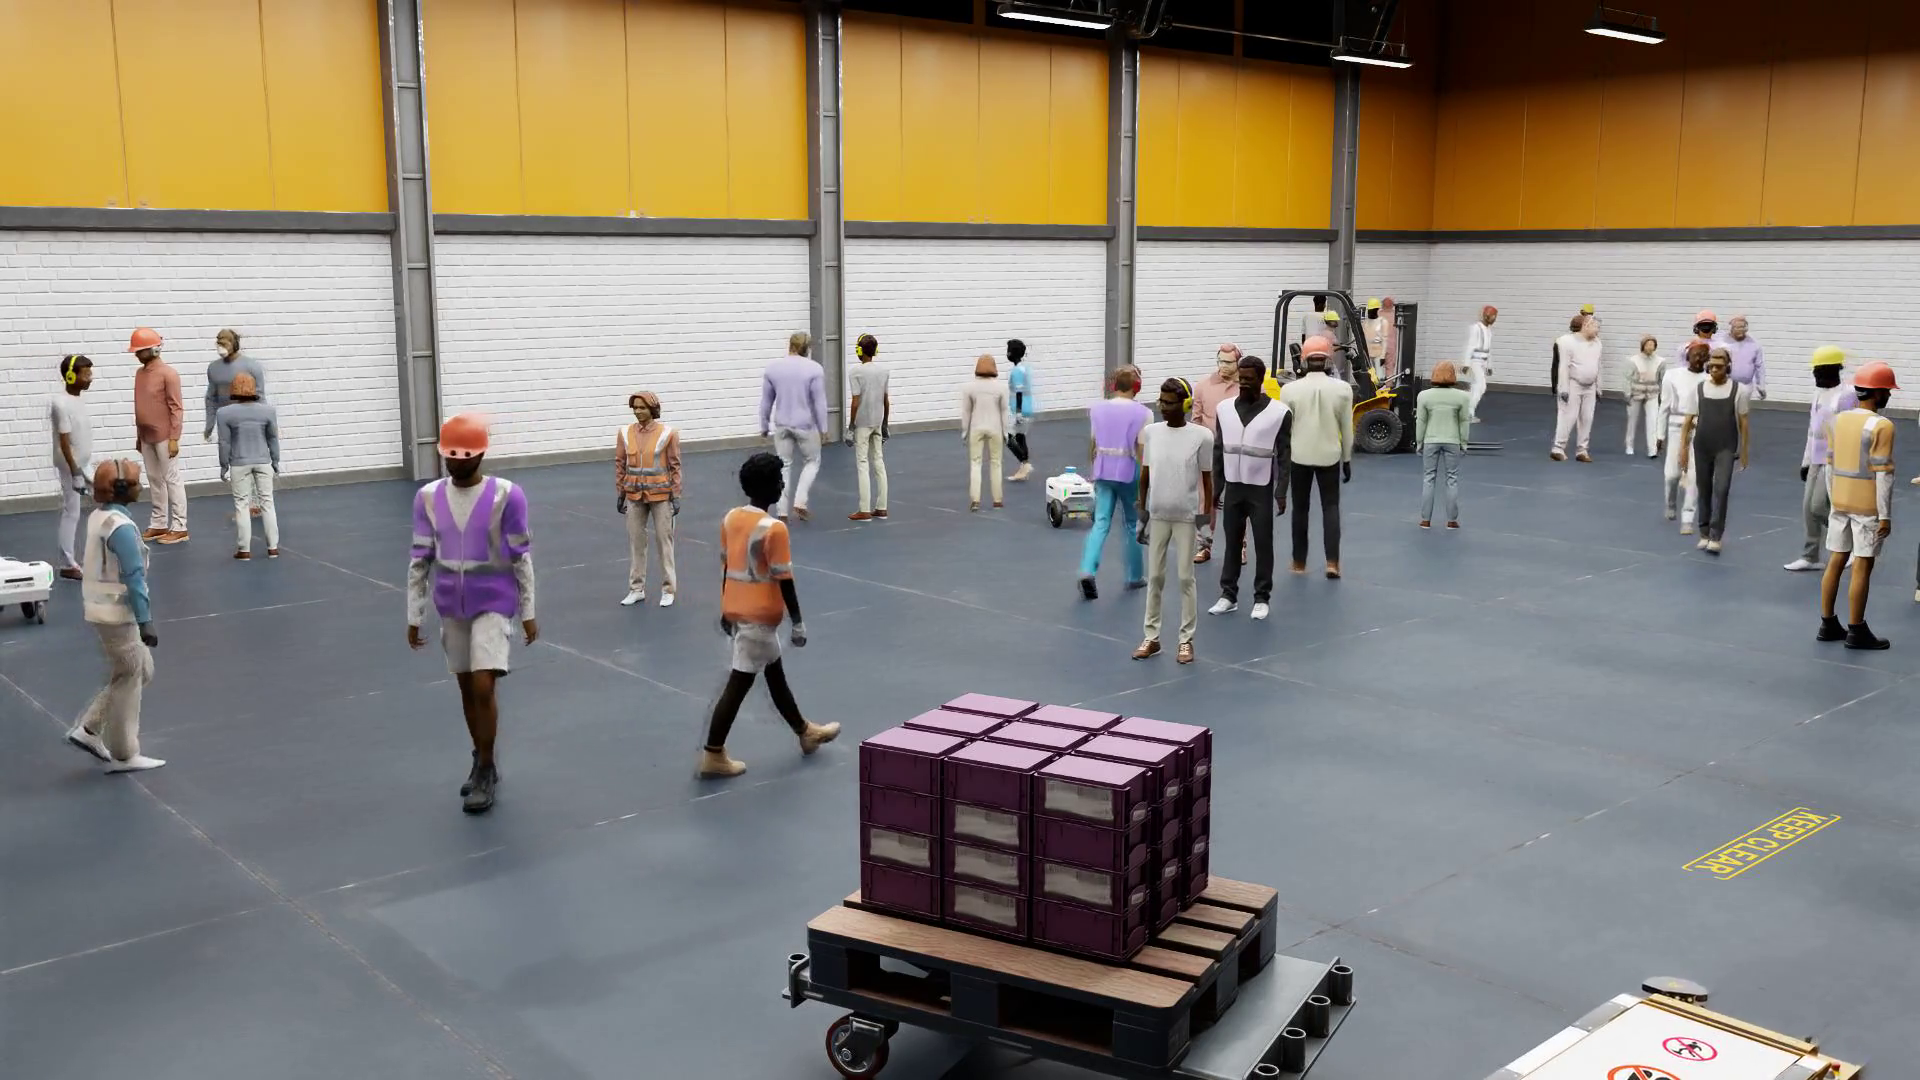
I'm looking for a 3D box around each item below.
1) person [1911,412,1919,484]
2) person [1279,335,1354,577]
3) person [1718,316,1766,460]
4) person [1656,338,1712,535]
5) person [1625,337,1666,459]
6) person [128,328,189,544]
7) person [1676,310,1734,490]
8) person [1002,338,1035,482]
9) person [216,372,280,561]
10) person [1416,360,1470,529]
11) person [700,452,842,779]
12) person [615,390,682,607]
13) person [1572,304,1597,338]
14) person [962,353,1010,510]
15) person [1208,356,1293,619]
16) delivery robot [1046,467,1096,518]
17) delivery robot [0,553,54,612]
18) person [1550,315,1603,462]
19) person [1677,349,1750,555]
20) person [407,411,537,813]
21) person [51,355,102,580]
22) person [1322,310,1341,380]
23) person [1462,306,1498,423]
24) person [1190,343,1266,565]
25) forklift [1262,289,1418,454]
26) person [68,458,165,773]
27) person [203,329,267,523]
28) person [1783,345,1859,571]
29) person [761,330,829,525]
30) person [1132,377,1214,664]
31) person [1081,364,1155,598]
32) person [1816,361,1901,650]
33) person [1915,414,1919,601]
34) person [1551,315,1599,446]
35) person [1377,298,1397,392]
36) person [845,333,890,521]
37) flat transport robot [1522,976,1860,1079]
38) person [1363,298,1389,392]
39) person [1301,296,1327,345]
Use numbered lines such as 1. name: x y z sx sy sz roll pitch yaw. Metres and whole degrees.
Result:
1. person: 11.263 -1.517 19.014 0.429 1.839 0.627 -5 11 -25
2. person: 2.910 -0.681 13.675 0.622 1.996 0.403 1 10 6
3. person: 10.211 -2.022 21.908 0.648 1.865 0.975 1 10 5
4. person: 6.980 -1.005 15.907 0.579 1.866 0.595 4 10 20
5. person: 8.980 -1.873 21.850 0.518 1.588 0.890 2 10 10
6. person: -7.392 -0.956 15.299 0.611 1.985 0.393 6 11 31
7. person: 8.360 -1.572 18.762 0.605 2.034 0.391 2 10 12
8. person: 0.664 -1.498 19.333 0.361 1.682 0.541 2 10 9
9. person: -6.175 -0.638 14.464 0.506 1.633 0.279 -7 12 -35
10. person: 4.657 -0.915 16.077 0.499 1.636 0.286 3 10 16
11. person: -0.974 0.373 8.486 0.889 1.639 0.543 -6 12 -33
12. person: -2.342 -0.310 12.527 0.521 1.638 0.311 2 10 12
13. person: 11.412 -3.422 30.376 0.316 1.769 0.523 -6 12 -33
14. person: 0.273 -1.124 17.321 0.505 1.635 0.280 1 10 6
15. person: 2.126 -0.387 12.160 0.590 1.920 0.399 6 12 33
16. delivery robot: 1.090 -0.480 16.419 0.477 0.478 0.707 -2 10 -12
17. delivery robot: -6.857 0.305 11.825 0.707 0.478 0.477 -8 13 -39
18. person: 7.976 -1.926 21.343 0.673 1.897 0.427 -3 10 -20
19. person: 6.649 -0.772 14.721 0.554 1.809 0.850 6 12 33
20. person: -2.361 0.344 7.914 0.583 1.903 0.735 1 10 6
21. person: -7.054 -0.573 13.463 0.684 1.839 0.565 -1 10 -4
22. person: 6.050 -2.852 27.069 0.599 1.748 0.553 4 11 24
23. person: 8.176 -2.752 26.197 0.489 1.851 0.663 8 13 40
24. person: 2.277 -0.732 14.237 0.636 1.903 0.405 3 10 14
25. forklift: 5.034 -2.339 22.783 2.313 2.155 1.214 3 10 16
26. person: -4.276 0.396 8.456 0.372 1.623 0.530 -7 12 -34
27. person: -7.212 -1.127 16.489 0.631 1.915 0.720 5 11 26
28. person: 7.222 -0.666 13.832 0.531 1.901 0.613 0 10 2
29. person: -1.623 -1.099 16.331 0.724 1.917 0.416 4 10 21
30. person: 1.385 -0.124 10.801 0.519 1.861 0.331 5 11 25
31. person: 1.210 -0.457 12.903 0.575 1.814 0.901 6 11 31
32. person: 6.075 -0.233 11.208 0.361 1.938 0.545 -2 10 -13
33. person: 7.597 -0.509 12.520 0.688 2.000 0.536 -2 10 -13
34. person: 8.434 -2.160 22.796 0.633 1.837 0.429 3 10 19
35. person: 8.047 -3.636 31.385 0.658 1.856 0.972 3 10 18
36. person: -0.929 -1.122 16.609 0.538 1.869 0.313 -9 13 -42
37. flat transport robot: 2.064 1.669 4.941 1.431 0.197 0.652 -9 13 -42
38. person: 7.134 -3.210 28.717 0.416 1.918 0.581 -5 11 -29
39. person: 6.351 -3.391 29.607 0.362 1.963 0.614 -8 12 -38
